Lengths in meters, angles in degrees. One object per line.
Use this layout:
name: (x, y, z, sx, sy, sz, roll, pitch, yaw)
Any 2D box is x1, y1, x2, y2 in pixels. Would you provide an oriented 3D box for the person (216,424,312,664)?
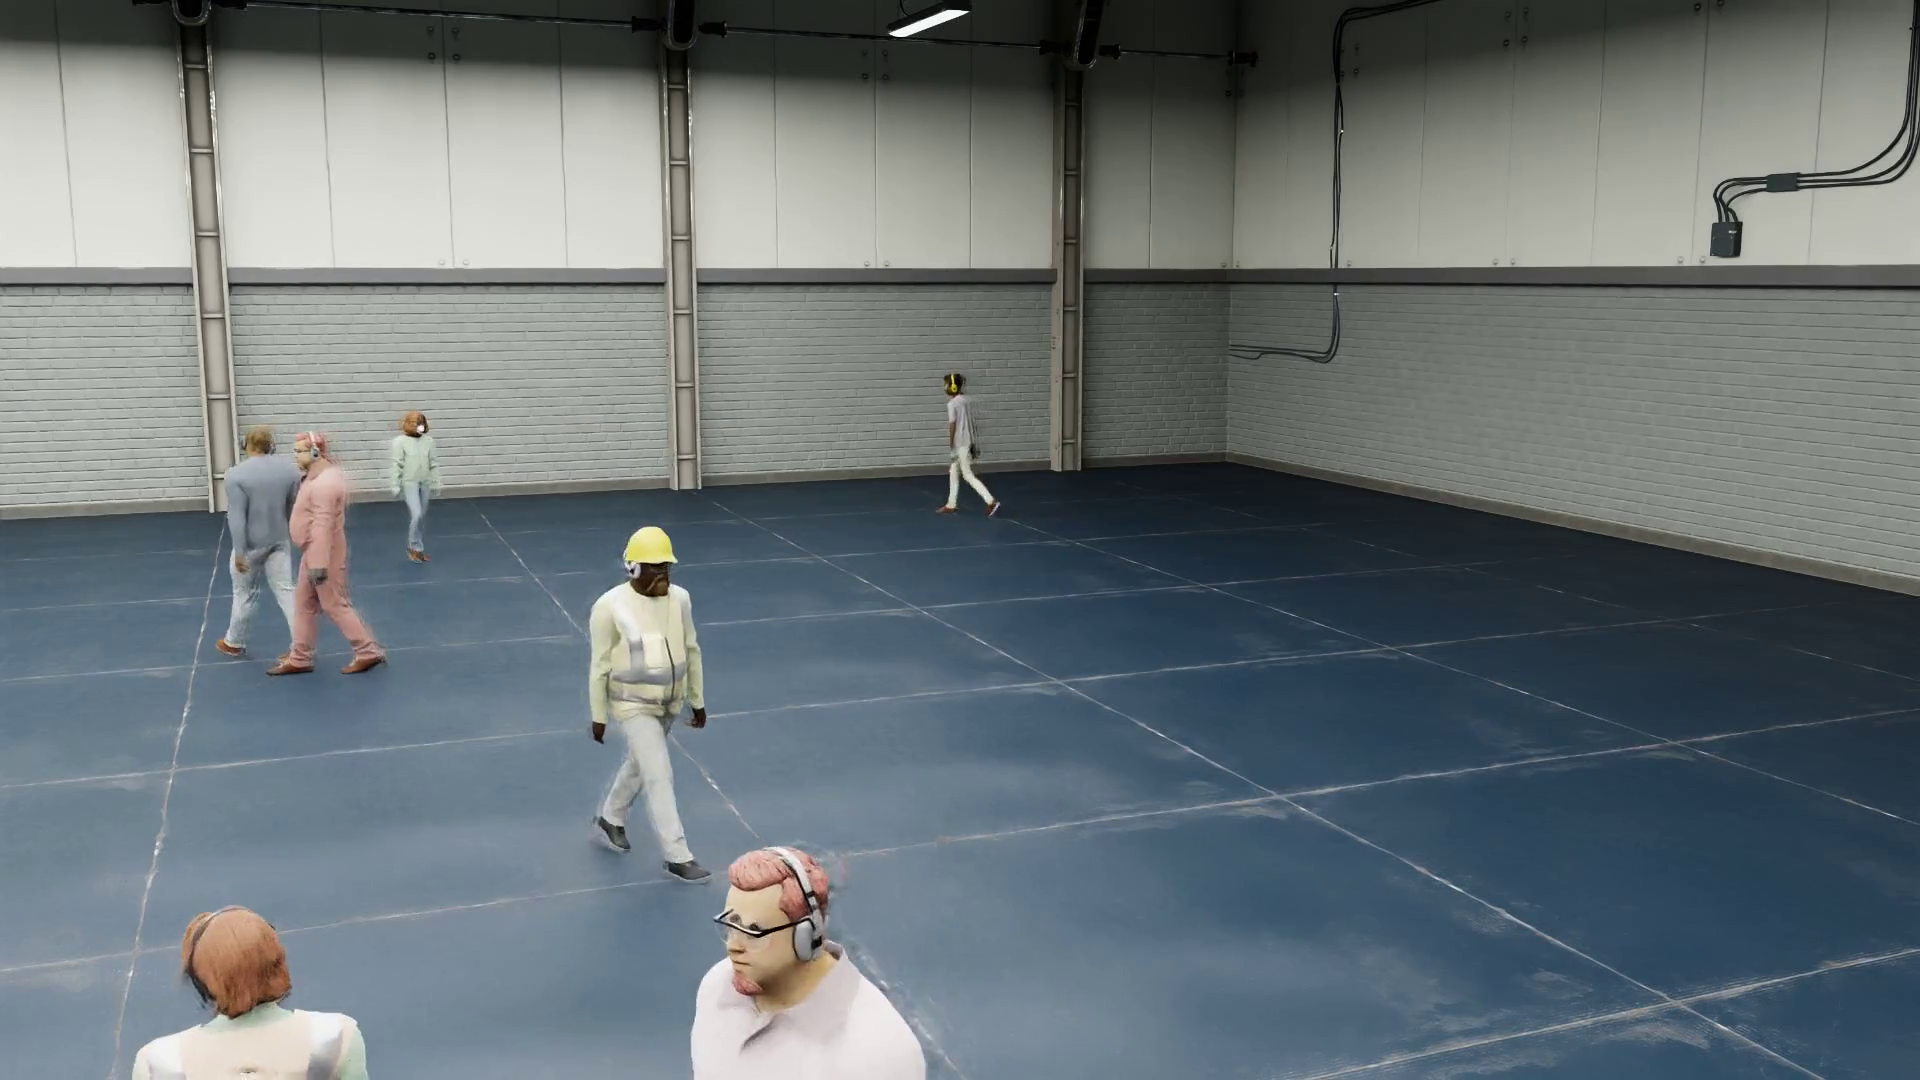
person: (-5.457, 0.033, 13.041, 1.045, 1.880, 0.637, 6, 11, 31)

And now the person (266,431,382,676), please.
person: (-4.830, 0.111, 12.580, 0.799, 1.874, 0.664, -4, 10, -25)

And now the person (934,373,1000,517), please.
person: (0.098, -1.186, 20.897, 0.907, 1.824, 0.542, 4, 10, 25)

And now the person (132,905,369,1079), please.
person: (-1.625, 1.623, 3.906, 0.519, 1.590, 0.833, -4, 10, -24)

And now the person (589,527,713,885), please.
person: (-1.614, 0.802, 8.505, 0.931, 1.790, 0.596, 7, 11, 37)

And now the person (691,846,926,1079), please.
person: (-0.310, 1.541, 3.617, 0.655, 1.866, 0.992, 8, 12, 40)

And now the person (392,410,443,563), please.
person: (-5.684, -0.556, 17.502, 0.454, 1.614, 0.531, 6, 11, 35)
